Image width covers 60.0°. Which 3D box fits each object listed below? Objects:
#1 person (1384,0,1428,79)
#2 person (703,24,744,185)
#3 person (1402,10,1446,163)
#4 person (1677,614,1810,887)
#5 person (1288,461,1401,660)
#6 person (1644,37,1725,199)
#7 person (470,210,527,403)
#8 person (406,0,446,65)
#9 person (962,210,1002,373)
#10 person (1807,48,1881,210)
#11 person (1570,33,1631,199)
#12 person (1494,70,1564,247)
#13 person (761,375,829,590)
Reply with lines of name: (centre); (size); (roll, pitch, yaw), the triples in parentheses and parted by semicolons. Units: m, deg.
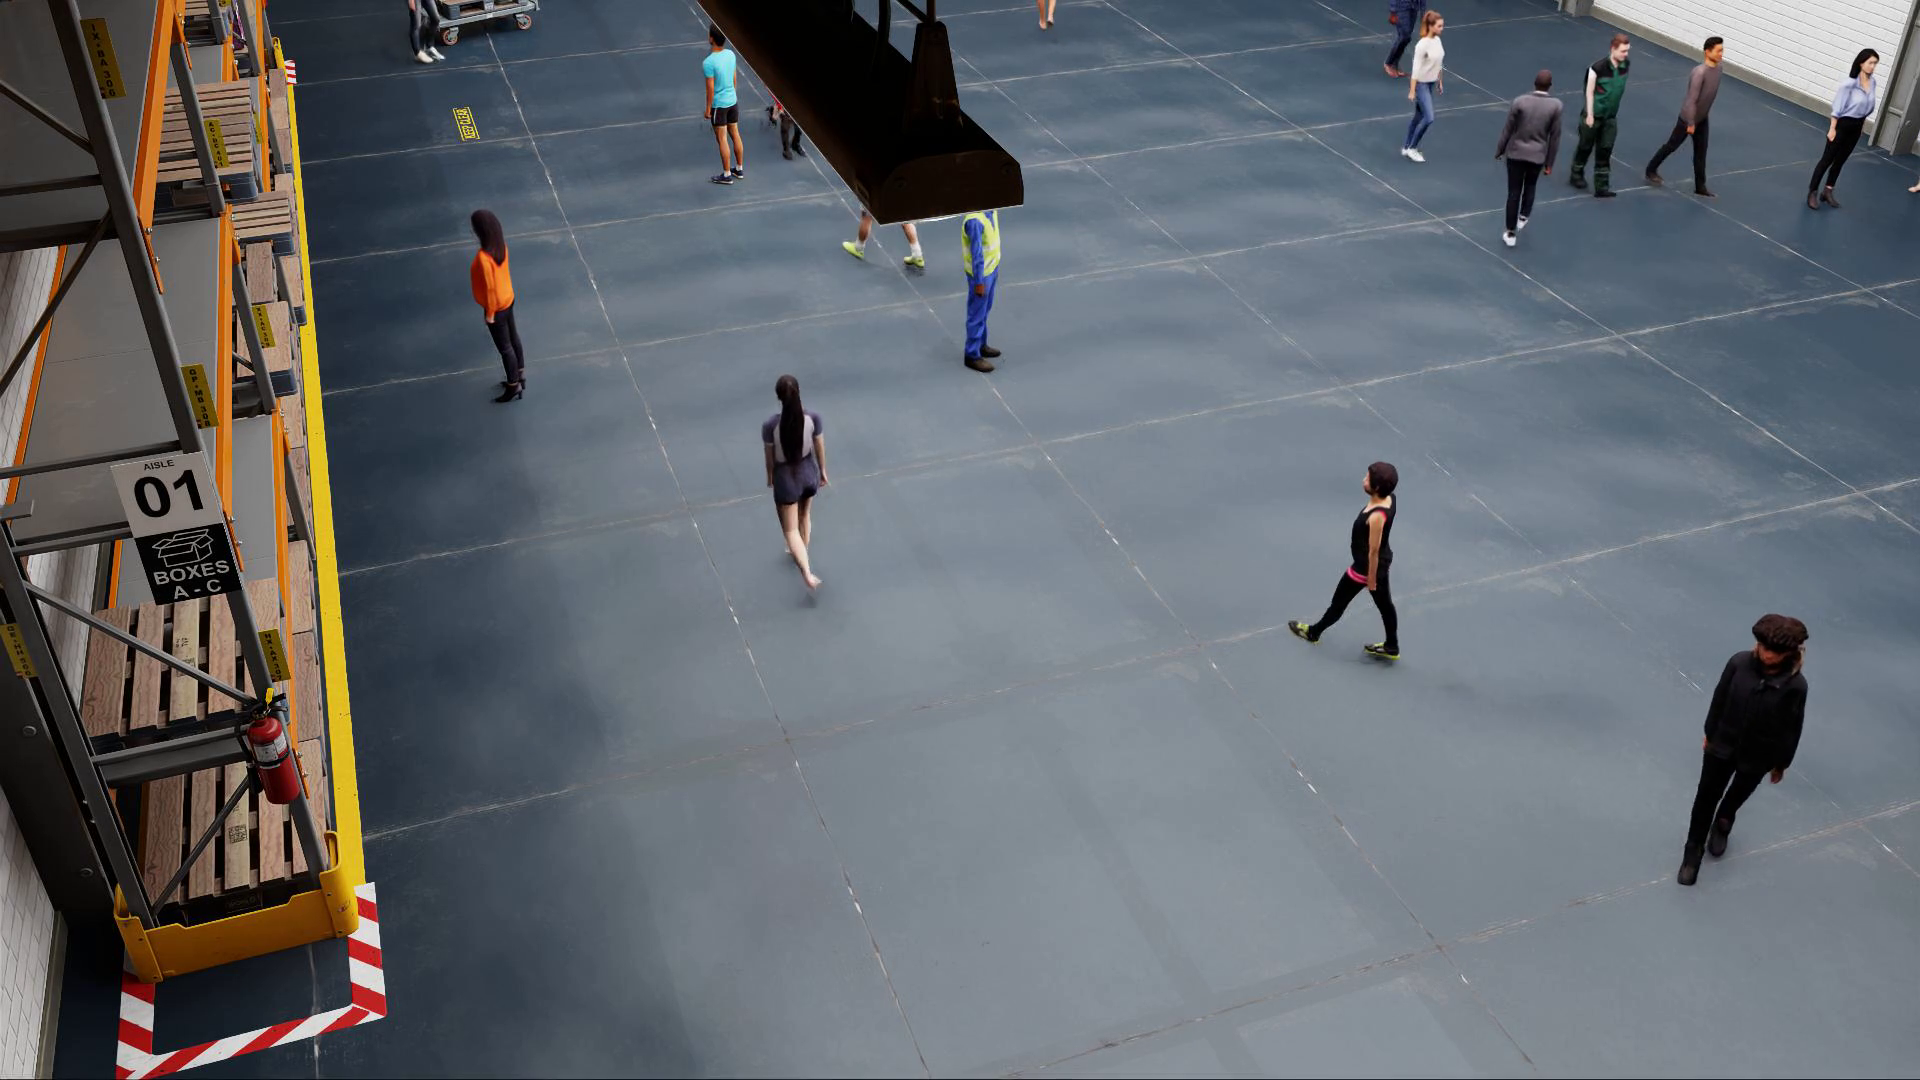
person: (5.760, -6.979, 21.740); (0.756, 1.805, 0.764); (-24, 41, -32)
person: (-2.639, -4.880, 18.608); (0.702, 1.777, 0.691); (23, 40, 30)
person: (5.290, -5.258, 19.237); (0.765, 1.710, 0.728); (26, 42, 34)
person: (4.550, 1.123, 9.605); (1.041, 1.746, 1.068); (17, 37, 23)
person: (2.850, 0.183, 11.233); (1.050, 1.510, 0.964); (16, 37, 23)
person: (8.022, -4.684, 18.362); (1.195, 1.723, 0.830); (-12, 35, -17)
person: (-3.975, -2.033, 14.350); (0.753, 1.749, 0.618); (1, 34, 2)
person: (-7.323, -7.300, 22.199); (0.909, 1.832, 0.841); (14, 36, 19)
person: (0.200, -2.420, 14.875); (0.812, 1.812, 0.721); (10, 35, 15)
person: (9.579, -4.448, 17.988); (0.650, 1.744, 0.536); (-10, 35, -15)
person: (7.009, -4.715, 18.349); (0.736, 1.790, 1.045); (-9, 35, -13)
person: (5.826, -3.891, 17.109); (1.035, 1.790, 1.137); (7, 34, 10)
person: (-1.154, -0.381, 11.982); (0.680, 1.619, 0.954); (-14, 36, -20)
